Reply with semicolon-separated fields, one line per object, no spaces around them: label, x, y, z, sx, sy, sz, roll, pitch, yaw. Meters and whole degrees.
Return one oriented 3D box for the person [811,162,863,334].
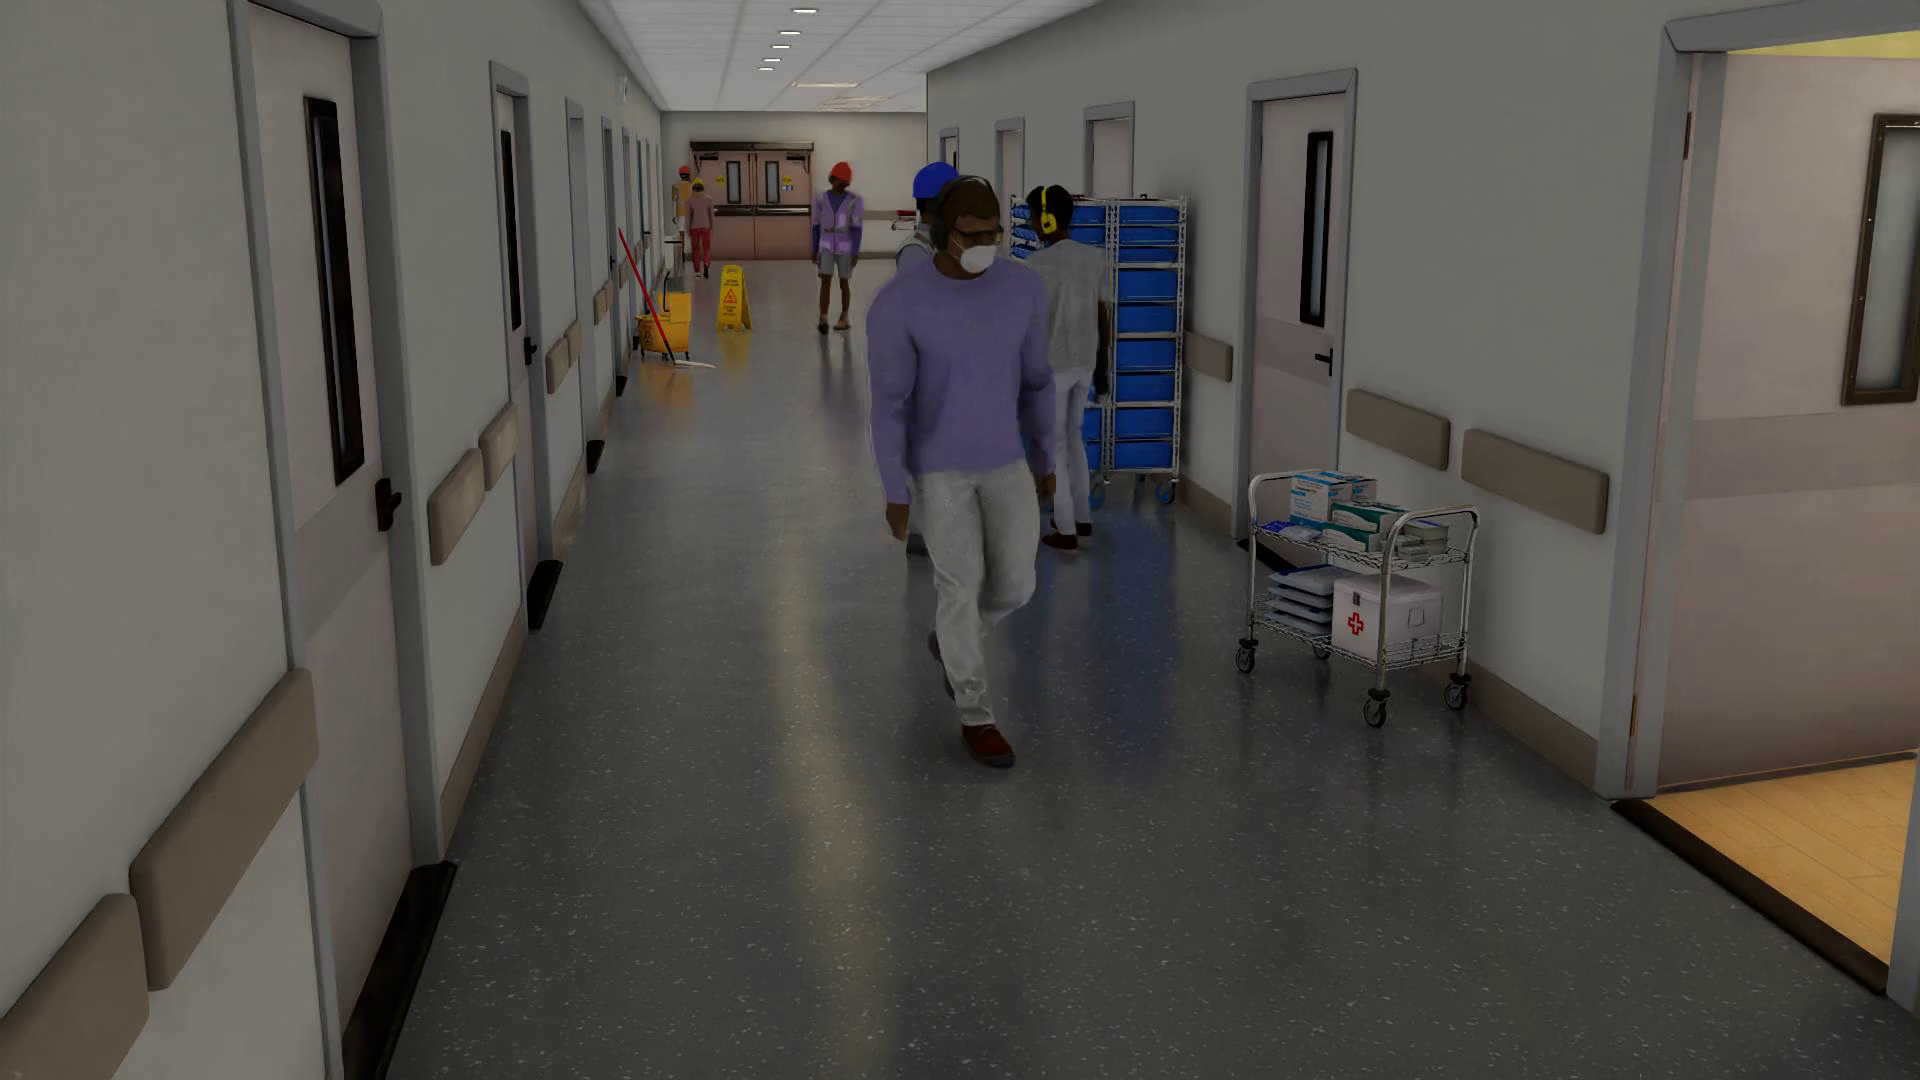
person;-1.445;-3.399;19.414;0.639;1.978;1.035;1;13;6

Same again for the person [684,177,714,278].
person;-4.530;-5.445;29.011;0.518;1.737;0.771;-2;13;-11

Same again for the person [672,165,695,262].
person;-5.552;-6.596;33.678;0.552;1.933;0.368;-3;13;-13

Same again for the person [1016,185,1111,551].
person;0.466;-0.864;8.460;0.571;1.841;0.561;-8;15;-33

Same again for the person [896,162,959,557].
person;-0.130;-0.897;8.338;0.384;1.949;0.604;3;13;12

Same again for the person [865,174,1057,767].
person;-0.009;-0.225;5.437;0.683;1.910;0.579;-6;14;-26
